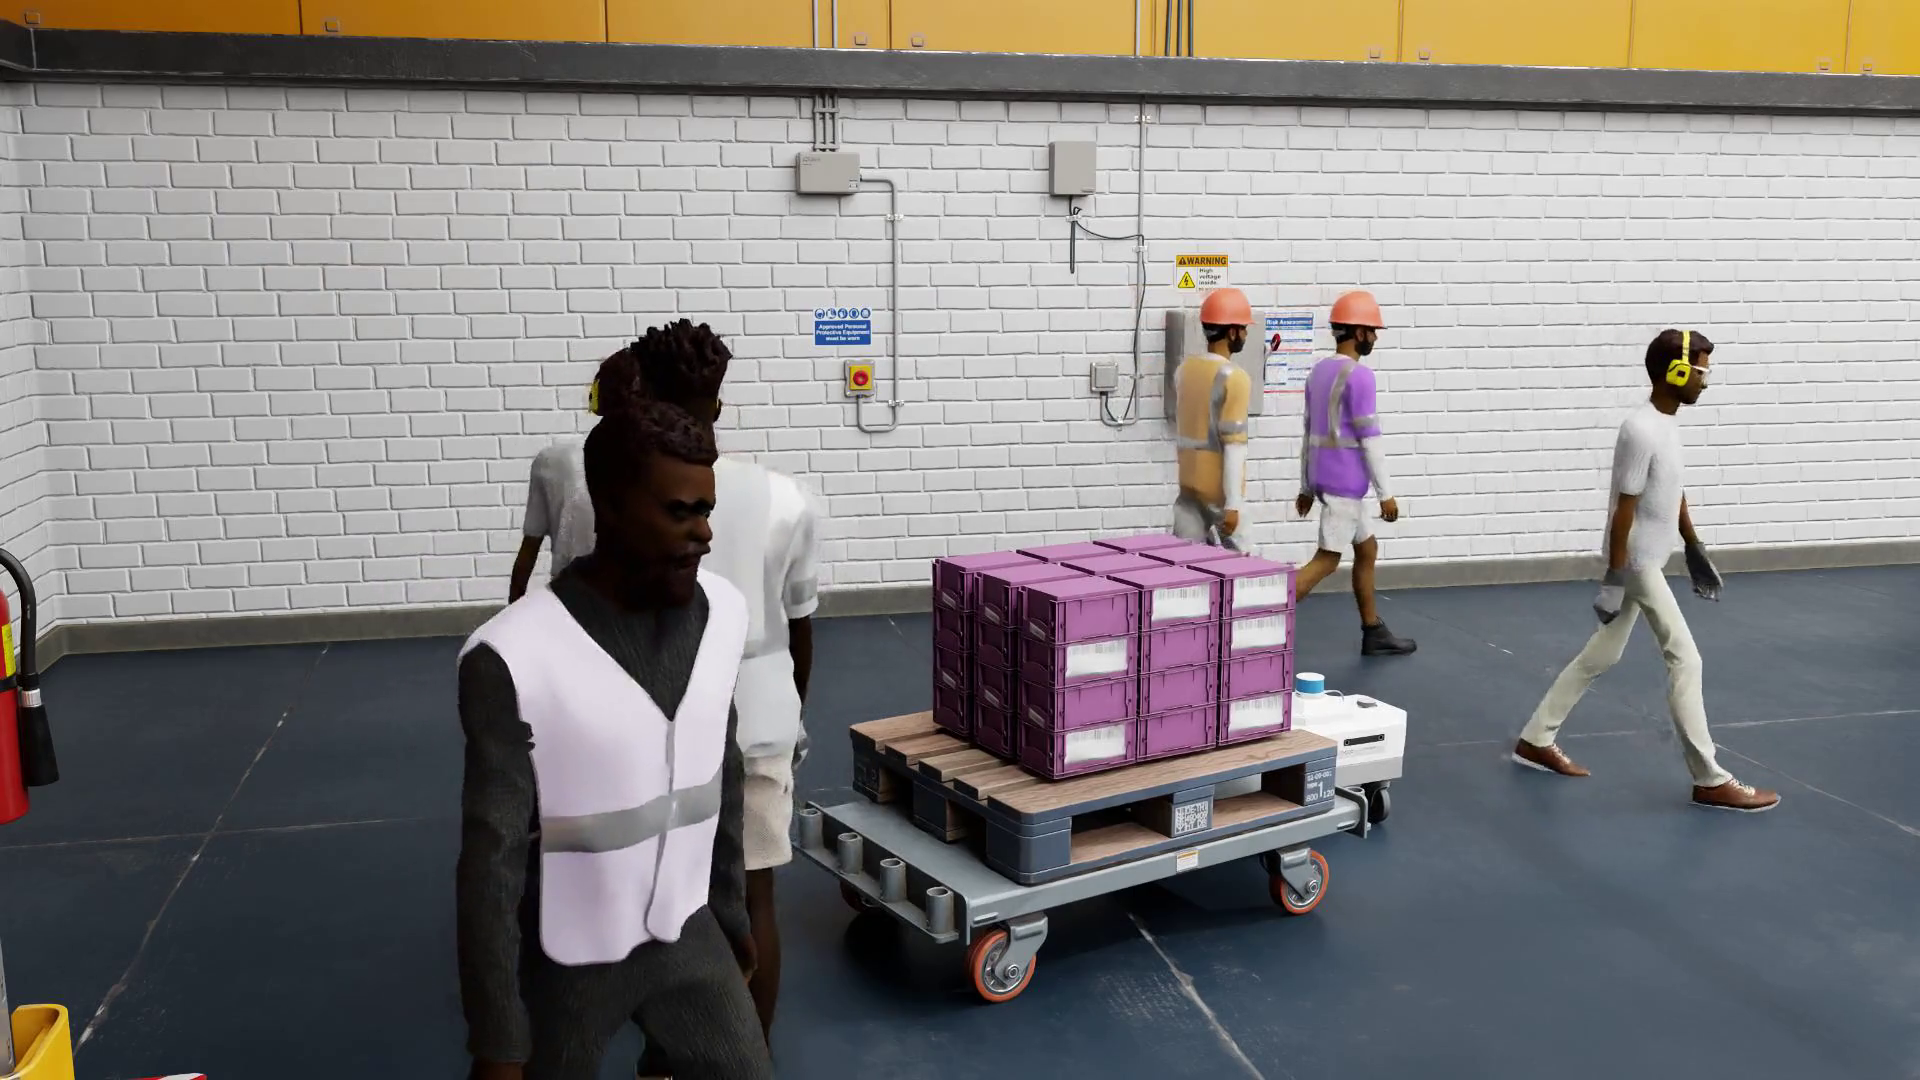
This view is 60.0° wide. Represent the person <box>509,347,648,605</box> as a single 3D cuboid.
[{"bbox_3d":[-1.097,0.351,4.883,0.619,1.822,0.861,1,10,3],"label":"person"}]

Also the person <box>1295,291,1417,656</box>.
[{"bbox_3d":[1.852,-0.296,8.317,0.989,1.895,0.556,-2,10,-9],"label":"person"}]

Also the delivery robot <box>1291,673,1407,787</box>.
[{"bbox_3d":[1.269,0.727,6.058,0.707,0.478,0.477,-5,11,-24],"label":"delivery robot"}]

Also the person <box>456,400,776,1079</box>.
[{"bbox_3d":[-0.510,0.709,2.798,0.930,1.863,0.656,8,13,36],"label":"person"}]

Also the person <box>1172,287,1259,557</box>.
[{"bbox_3d":[1.168,-0.271,8.100,0.866,1.915,0.545,-6,12,-30],"label":"person"}]

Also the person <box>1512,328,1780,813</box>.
[{"bbox_3d":[2.628,0.095,6.380,0.976,1.811,0.480,5,11,25],"label":"person"}]

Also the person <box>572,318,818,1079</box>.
[{"bbox_3d":[-0.622,0.448,4.014,0.601,1.947,0.545,-4,11,-20],"label":"person"}]
